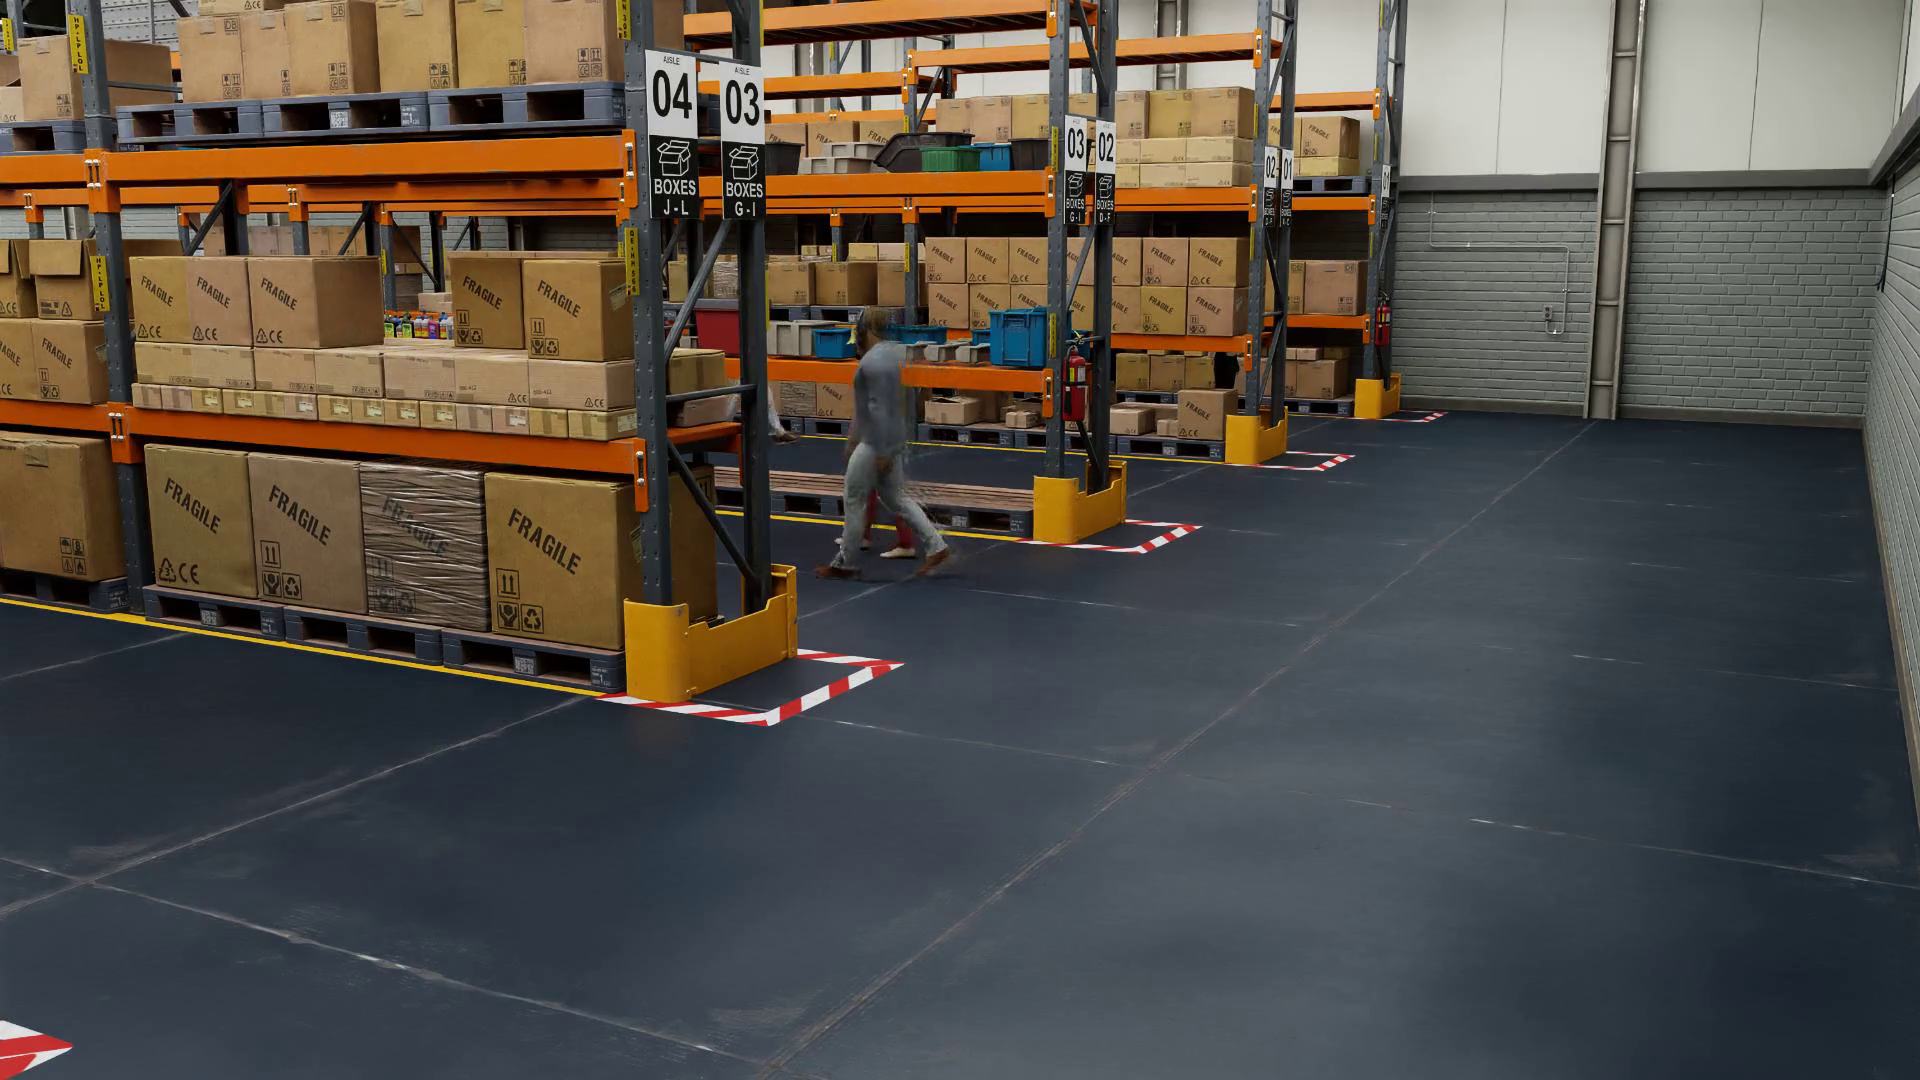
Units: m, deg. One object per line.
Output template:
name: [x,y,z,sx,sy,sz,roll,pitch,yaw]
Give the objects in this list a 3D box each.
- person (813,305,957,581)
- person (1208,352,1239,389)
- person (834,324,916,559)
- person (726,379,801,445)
person: [-0.496,-0.651,11.342,0.955,1.890,0.655,1,10,5]
person: [3.029,-2.054,18.880,0.399,1.920,0.590,5,11,25]
person: [-0.656,-0.728,12.150,0.801,1.726,0.583,3,11,16]
person: [-2.306,-1.958,18.636,1.008,1.811,0.534,4,11,21]
